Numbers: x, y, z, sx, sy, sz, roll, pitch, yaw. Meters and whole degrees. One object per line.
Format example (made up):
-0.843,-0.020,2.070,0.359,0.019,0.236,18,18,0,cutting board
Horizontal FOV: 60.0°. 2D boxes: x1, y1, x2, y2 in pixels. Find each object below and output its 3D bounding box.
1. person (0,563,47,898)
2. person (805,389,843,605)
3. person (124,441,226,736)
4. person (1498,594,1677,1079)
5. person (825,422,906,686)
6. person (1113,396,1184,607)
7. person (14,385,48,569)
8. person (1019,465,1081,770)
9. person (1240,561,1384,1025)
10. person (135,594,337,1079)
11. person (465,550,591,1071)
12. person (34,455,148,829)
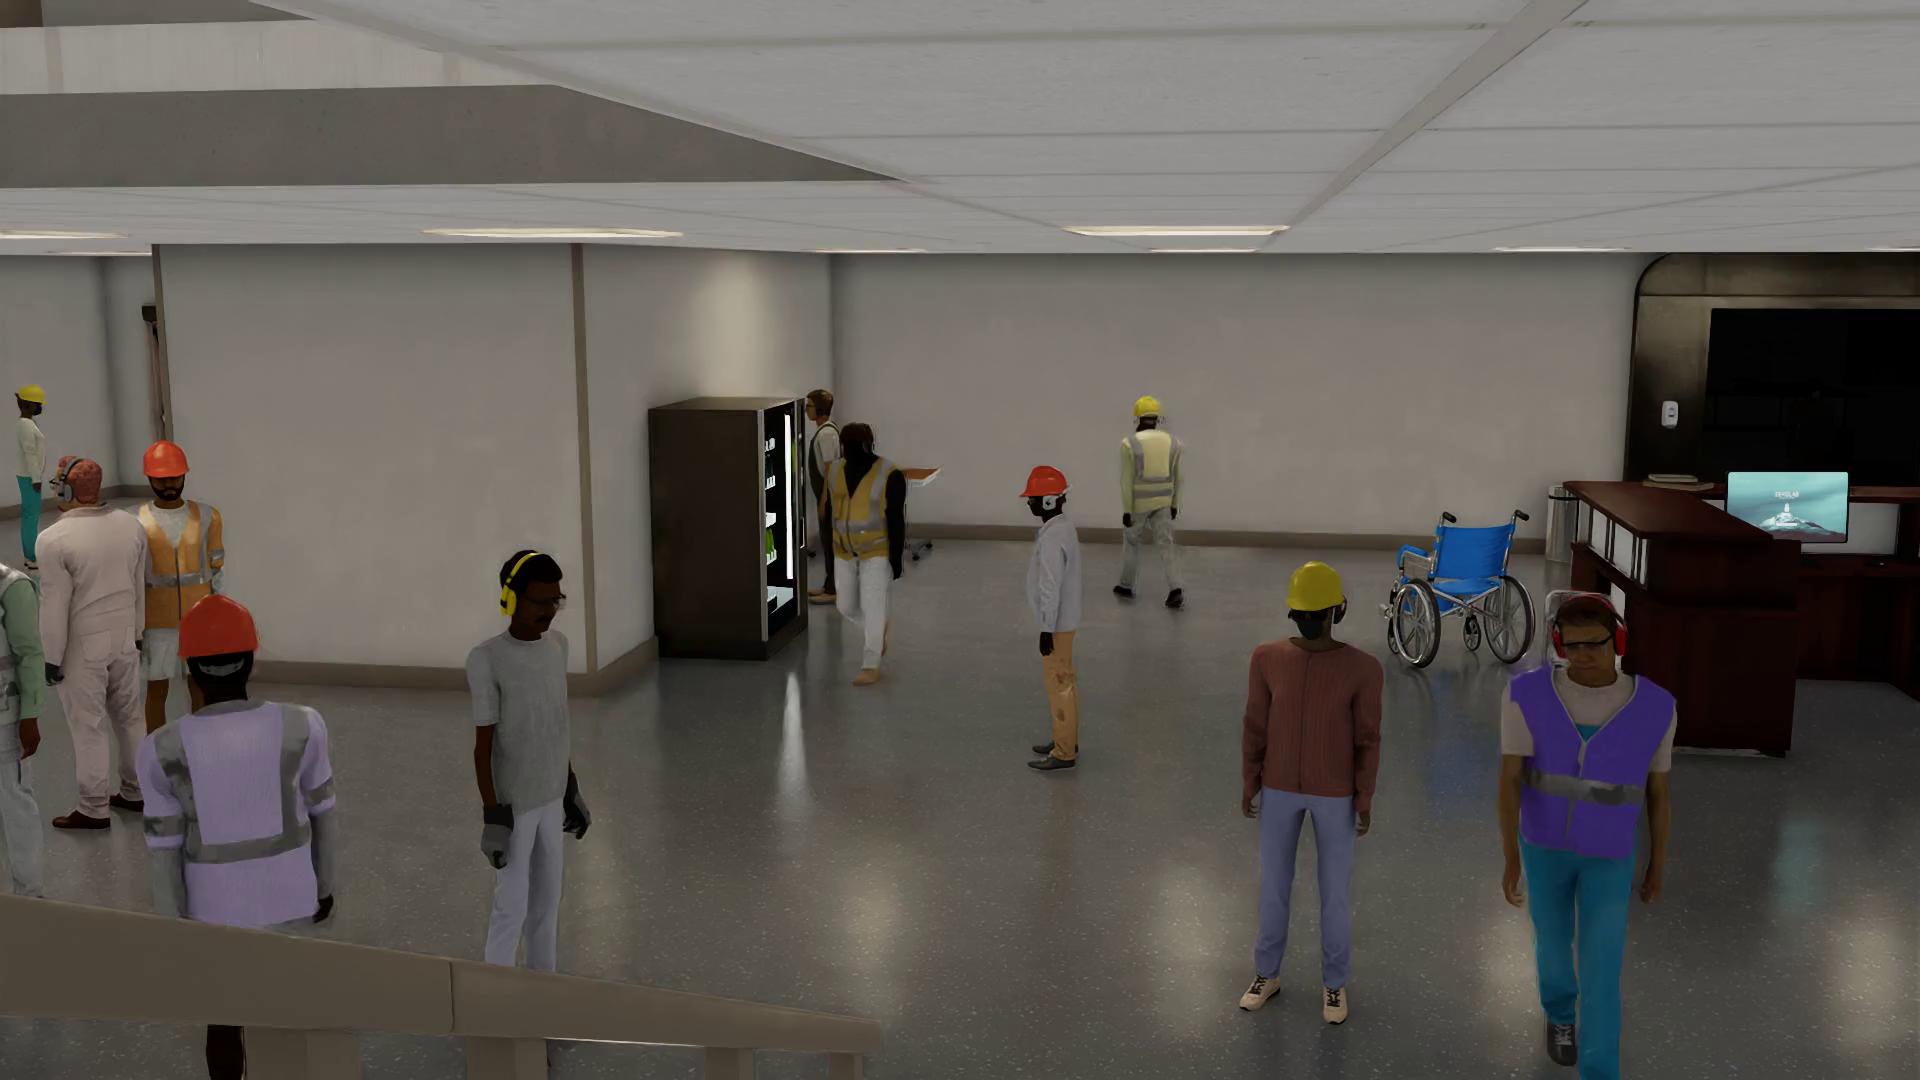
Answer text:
-4.209,0.734,7.099,0.618,1.945,0.394,2,9,10,person
-1.154,-0.369,14.214,0.339,1.845,0.507,0,9,-2,person
-4.256,0.425,9.041,0.542,1.938,0.358,-6,11,-35,person
2.110,1.054,5.665,0.553,1.786,0.996,4,10,23,person
-0.636,0.072,11.616,0.642,1.823,0.626,5,10,26,person
1.643,-0.332,14.187,0.605,1.792,0.936,-3,10,-20,person
-8.865,-0.602,15.928,0.332,1.759,0.523,-6,11,-32,person
0.512,0.439,9.556,0.361,1.742,0.563,1,9,8,person
1.324,0.952,6.325,0.524,1.769,0.308,4,10,22,person
-2.151,1.110,5.028,0.548,1.890,1.010,-4,10,-24,person
-1.532,0.957,5.999,0.328,1.861,0.519,4,10,24,person
-4.465,0.520,8.536,0.411,1.913,0.643,3,10,16,person
